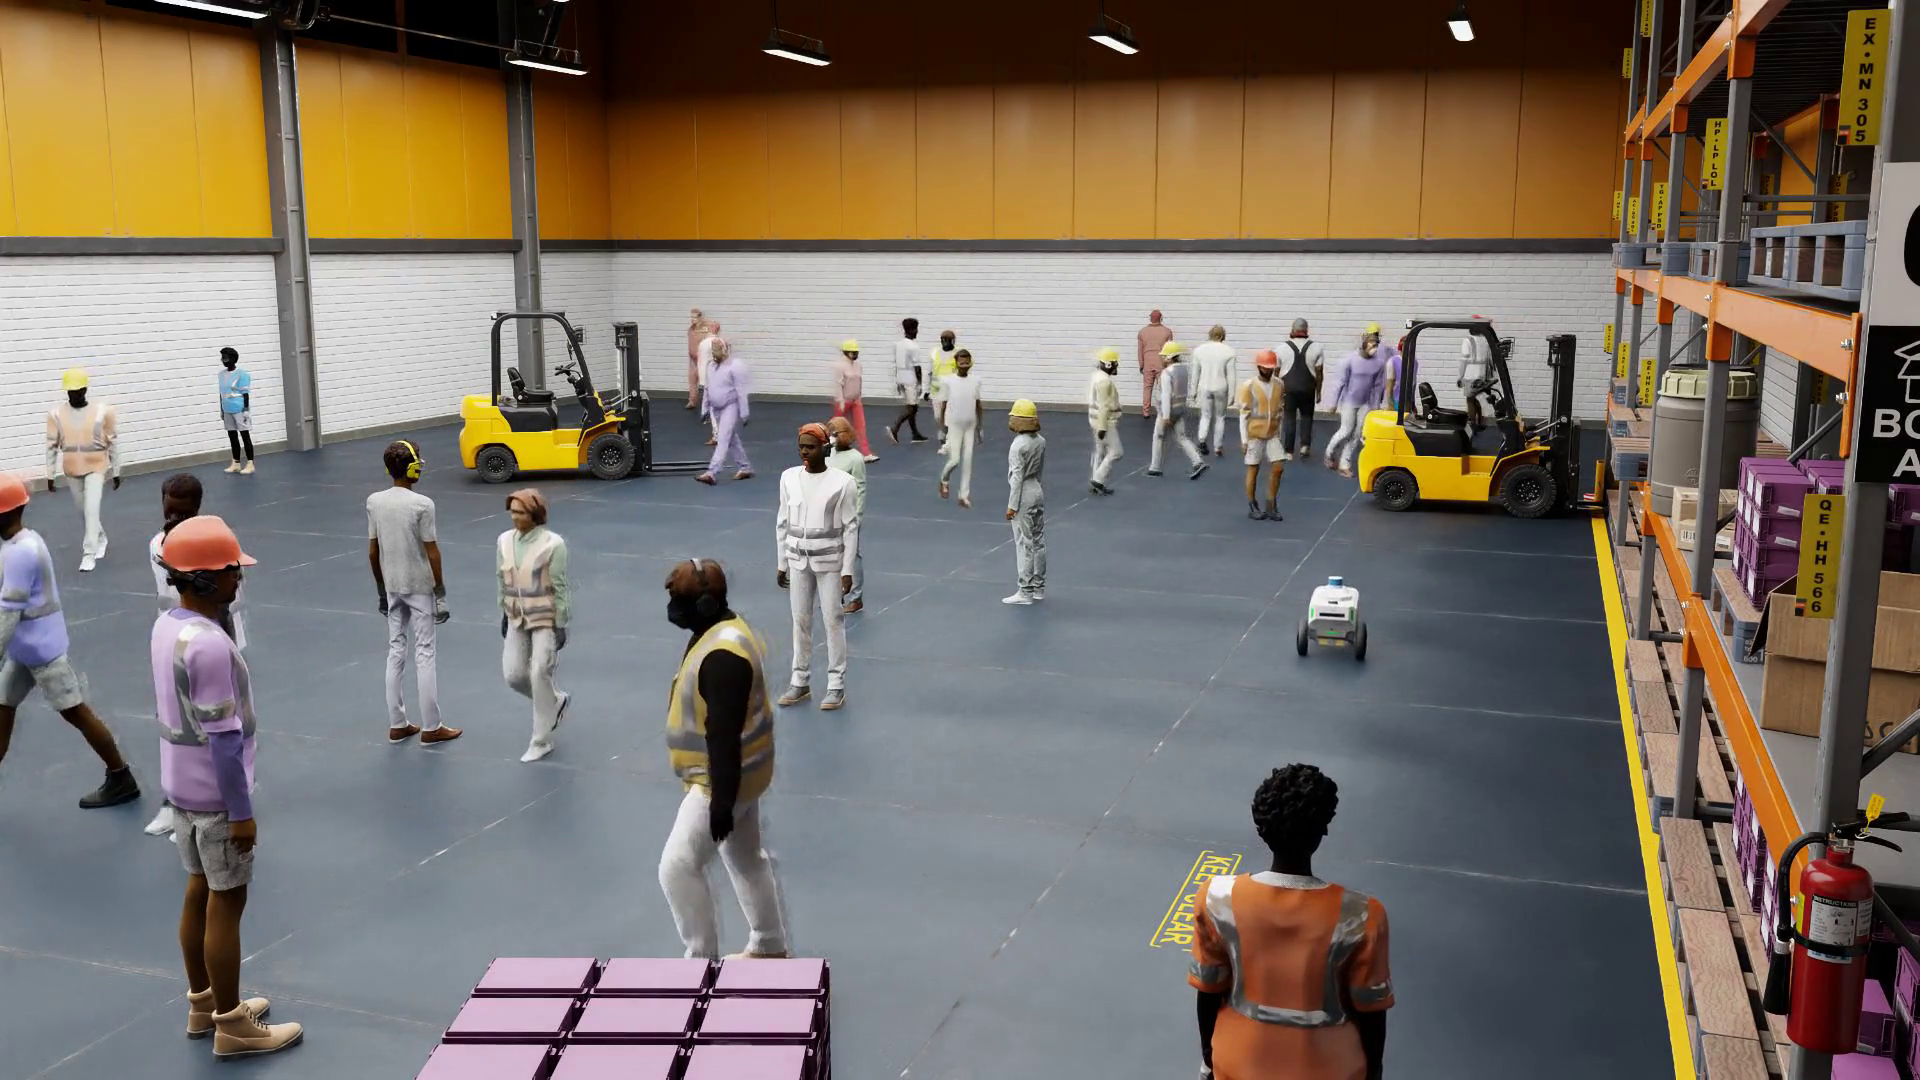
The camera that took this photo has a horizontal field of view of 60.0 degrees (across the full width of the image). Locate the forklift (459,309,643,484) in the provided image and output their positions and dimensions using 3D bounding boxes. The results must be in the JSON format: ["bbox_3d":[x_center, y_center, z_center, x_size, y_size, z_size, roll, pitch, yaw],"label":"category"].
[{"bbox_3d":[-5.354,-1.902,21.697,2.313,2.155,1.214,-2,10,-13],"label":"forklift"}]

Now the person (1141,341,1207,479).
[{"bbox_3d":[2.787,-1.675,21.517,0.863,1.803,0.596,8,13,38],"label":"person"}]

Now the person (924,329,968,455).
[{"bbox_3d":[-0.170,-2.184,24.374,0.636,1.819,0.818,4,11,22],"label":"person"}]

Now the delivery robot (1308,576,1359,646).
[{"bbox_3d":[2.800,0.516,12.435,0.477,0.478,0.707,3,11,15],"label":"delivery robot"}]

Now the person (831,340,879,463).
[{"bbox_3d":[-1.527,-1.932,23.199,0.934,1.716,0.539,9,14,43],"label":"person"}]

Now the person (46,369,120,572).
[{"bbox_3d":[-8.305,-0.694,15.780,0.603,1.885,0.977,-2,10,-11],"label":"person"}]

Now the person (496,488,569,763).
[{"bbox_3d":[-2.499,0.484,9.891,0.522,1.623,0.487,5,11,25],"label":"person"}]

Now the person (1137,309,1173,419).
[{"bbox_3d":[3.426,-3.065,29.046,0.643,1.913,0.411,3,11,19],"label":"person"}]

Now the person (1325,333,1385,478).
[{"bbox_3d":[5.179,-1.776,21.832,0.661,1.893,0.682,-4,11,-22],"label":"person"}]

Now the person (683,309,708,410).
[{"bbox_3d":[-4.746,-3.352,30.805,0.684,1.871,0.822,9,14,42],"label":"person"}]

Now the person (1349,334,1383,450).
[{"bbox_3d":[6.064,-2.240,24.727,0.914,1.803,0.630,-8,13,-39],"label":"person"}]

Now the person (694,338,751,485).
[{"bbox_3d":[-3.036,-1.638,21.187,0.670,1.850,1.024,10,14,43],"label":"person"}]

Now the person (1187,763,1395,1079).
[{"bbox_3d":[0.869,1.418,4.406,0.535,1.697,0.318,3,11,19],"label":"person"}]

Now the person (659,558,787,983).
[{"bbox_3d":[-1.007,0.961,6.662,0.690,1.809,0.661,-2,10,-10],"label":"person"}]

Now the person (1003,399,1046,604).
[{"bbox_3d":[0.542,-0.326,14.094,0.297,1.745,0.484,6,12,31],"label":"person"}]

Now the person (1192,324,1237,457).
[{"bbox_3d":[3.597,-2.109,23.669,0.660,1.912,0.628,4,11,20],"label":"person"}]

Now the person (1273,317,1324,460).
[{"bbox_3d":[4.761,-2.146,23.507,0.696,2.000,0.538,1,10,3],"label":"person"}]

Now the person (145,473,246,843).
[{"bbox_3d":[-3.938,0.604,8.454,0.627,1.885,0.561,6,12,29],"label":"person"}]

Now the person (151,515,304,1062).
[{"bbox_3d":[-2.775,0.921,6.229,0.375,2.044,0.605,-9,13,-41],"label":"person"}]

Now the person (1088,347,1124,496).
[{"bbox_3d":[1.761,-1.419,20.051,0.425,1.816,0.603,-1,10,-4],"label":"person"}]

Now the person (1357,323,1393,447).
[{"bbox_3d":[6.038,-2.252,24.554,0.597,1.874,0.955,-3,11,-17],"label":"person"}]

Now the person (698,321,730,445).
[{"bbox_3d":[-3.753,-2.393,25.418,0.471,1.862,0.716,5,11,24],"label":"person"}]

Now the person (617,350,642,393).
[{"bbox_3d":[-4.805,-2.196,24.226,0.356,1.886,0.574,-4,11,-24],"label":"person"}]

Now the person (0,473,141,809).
[{"bbox_3d":[-4.917,0.568,8.734,1.066,1.868,0.544,-6,12,-32],"label":"person"}]

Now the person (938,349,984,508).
[{"bbox_3d":[-0.003,-1.305,19.337,0.501,1.849,0.540,-4,11,-21],"label":"person"}]

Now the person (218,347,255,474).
[{"bbox_3d":[-9.609,-1.713,22.052,0.533,1.692,0.318,5,11,25],"label":"person"}]

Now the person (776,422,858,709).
[{"bbox_3d":[-0.947,0.170,10.908,0.574,1.883,0.356,4,11,21],"label":"person"}]

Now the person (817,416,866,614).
[{"bbox_3d":[-0.978,-0.210,13.749,0.268,1.630,0.507,-10,14,-44],"label":"person"}]

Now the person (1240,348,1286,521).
[{"bbox_3d":[3.331,-1.138,18.179,0.571,1.909,0.648,-3,11,-18],"label":"person"}]

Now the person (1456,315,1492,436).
[{"bbox_3d":[8.182,-2.621,26.527,0.544,1.922,0.408,-5,11,-28],"label":"person"}]

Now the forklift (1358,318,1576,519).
[{"bbox_3d":[5.787,-1.437,19.079,2.313,2.155,1.214,3,11,19],"label":"forklift"}]

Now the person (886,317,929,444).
[{"bbox_3d":[-0.810,-2.421,25.333,0.818,1.943,0.620,-7,12,-35],"label":"person"}]

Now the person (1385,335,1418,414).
[{"bbox_3d":[5.881,-1.813,22.202,0.563,1.837,0.388,-8,13,-38],"label":"person"}]

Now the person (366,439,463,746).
[{"bbox_3d":[-3.329,0.319,10.106,0.512,1.872,0.328,3,11,19],"label":"person"}]
